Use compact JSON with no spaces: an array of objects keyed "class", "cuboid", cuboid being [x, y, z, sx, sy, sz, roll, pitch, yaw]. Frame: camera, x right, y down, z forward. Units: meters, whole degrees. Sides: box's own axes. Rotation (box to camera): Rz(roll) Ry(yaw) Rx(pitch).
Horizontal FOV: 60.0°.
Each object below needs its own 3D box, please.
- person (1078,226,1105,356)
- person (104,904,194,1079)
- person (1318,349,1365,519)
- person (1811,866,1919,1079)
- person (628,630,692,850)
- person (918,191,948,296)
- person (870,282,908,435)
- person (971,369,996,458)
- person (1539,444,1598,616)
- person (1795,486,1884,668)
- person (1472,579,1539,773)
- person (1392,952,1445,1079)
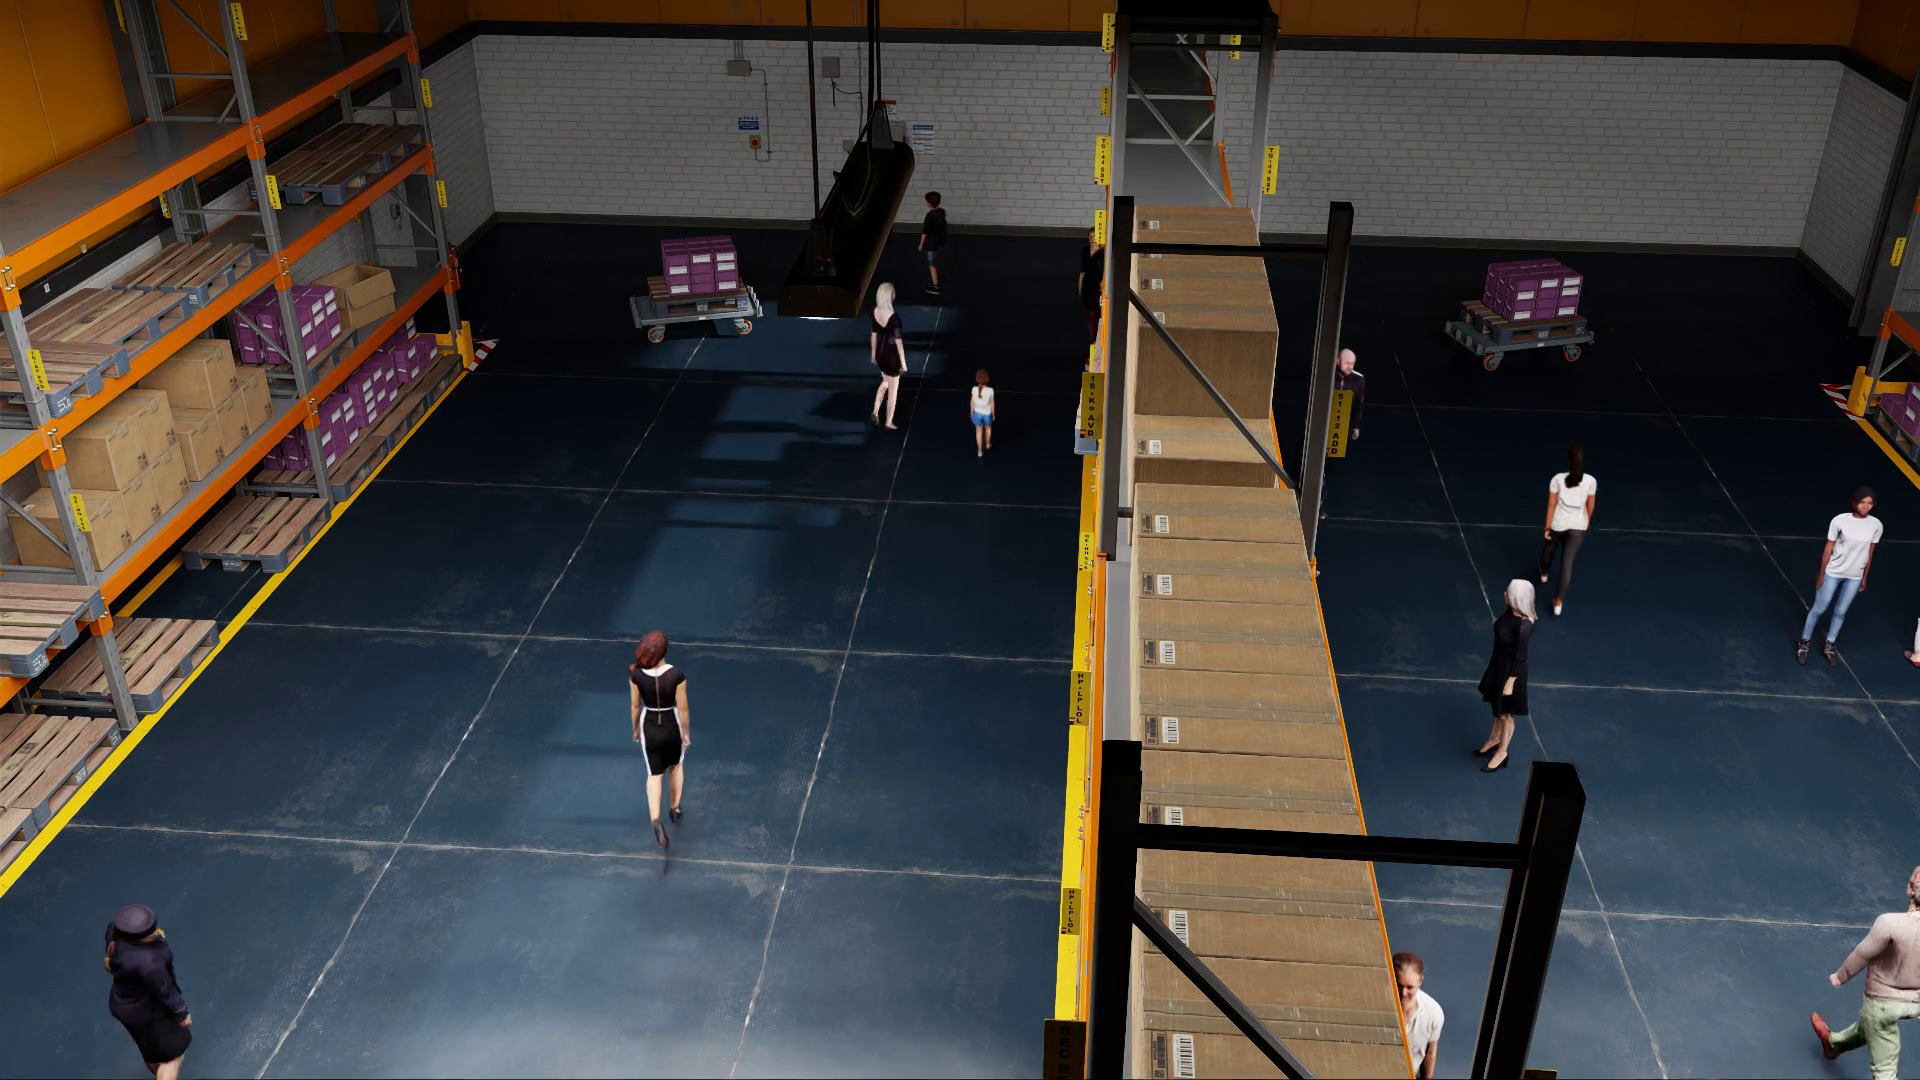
[{"class":"person","cuboid":[1.751,-3.163,20.961,0.729,1.695,0.780,23,36,36]},{"class":"person","cuboid":[-4.958,2.801,10.083,0.838,1.642,0.850,13,31,22]},{"class":"person","cuboid":[3.830,-1.195,17.261,0.781,1.783,1.102,0,29,0]},{"class":"person","cuboid":[5.567,2.825,9.869,0.879,1.805,1.352,-4,29,-8]},{"class":"person","cuboid":[-2.212,1.506,12.317,0.650,1.776,1.004,0,29,0]},{"class":"person","cuboid":[-0.323,-4.076,22.902,0.712,1.440,0.637,19,34,31]},{"class":"person","cuboid":[-0.873,-2.006,18.711,0.771,1.818,0.837,22,35,34]},{"class":"person","cuboid":[0.242,-1.397,18.440,0.468,1.010,0.591,5,29,8]},{"class":"person","cuboid":[5.630,-0.074,15.400,0.753,1.597,1.114,9,30,16]},{"class":"person","cuboid":[7.722,0.309,14.570,0.587,1.719,0.530,4,29,7]},{"class":"person","cuboid":[4.324,1.059,13.168,0.659,1.746,0.503,1,29,2]},{"class":"person","cuboid":[2.415,3.036,9.429,0.676,1.856,0.594,5,29,9]}]
